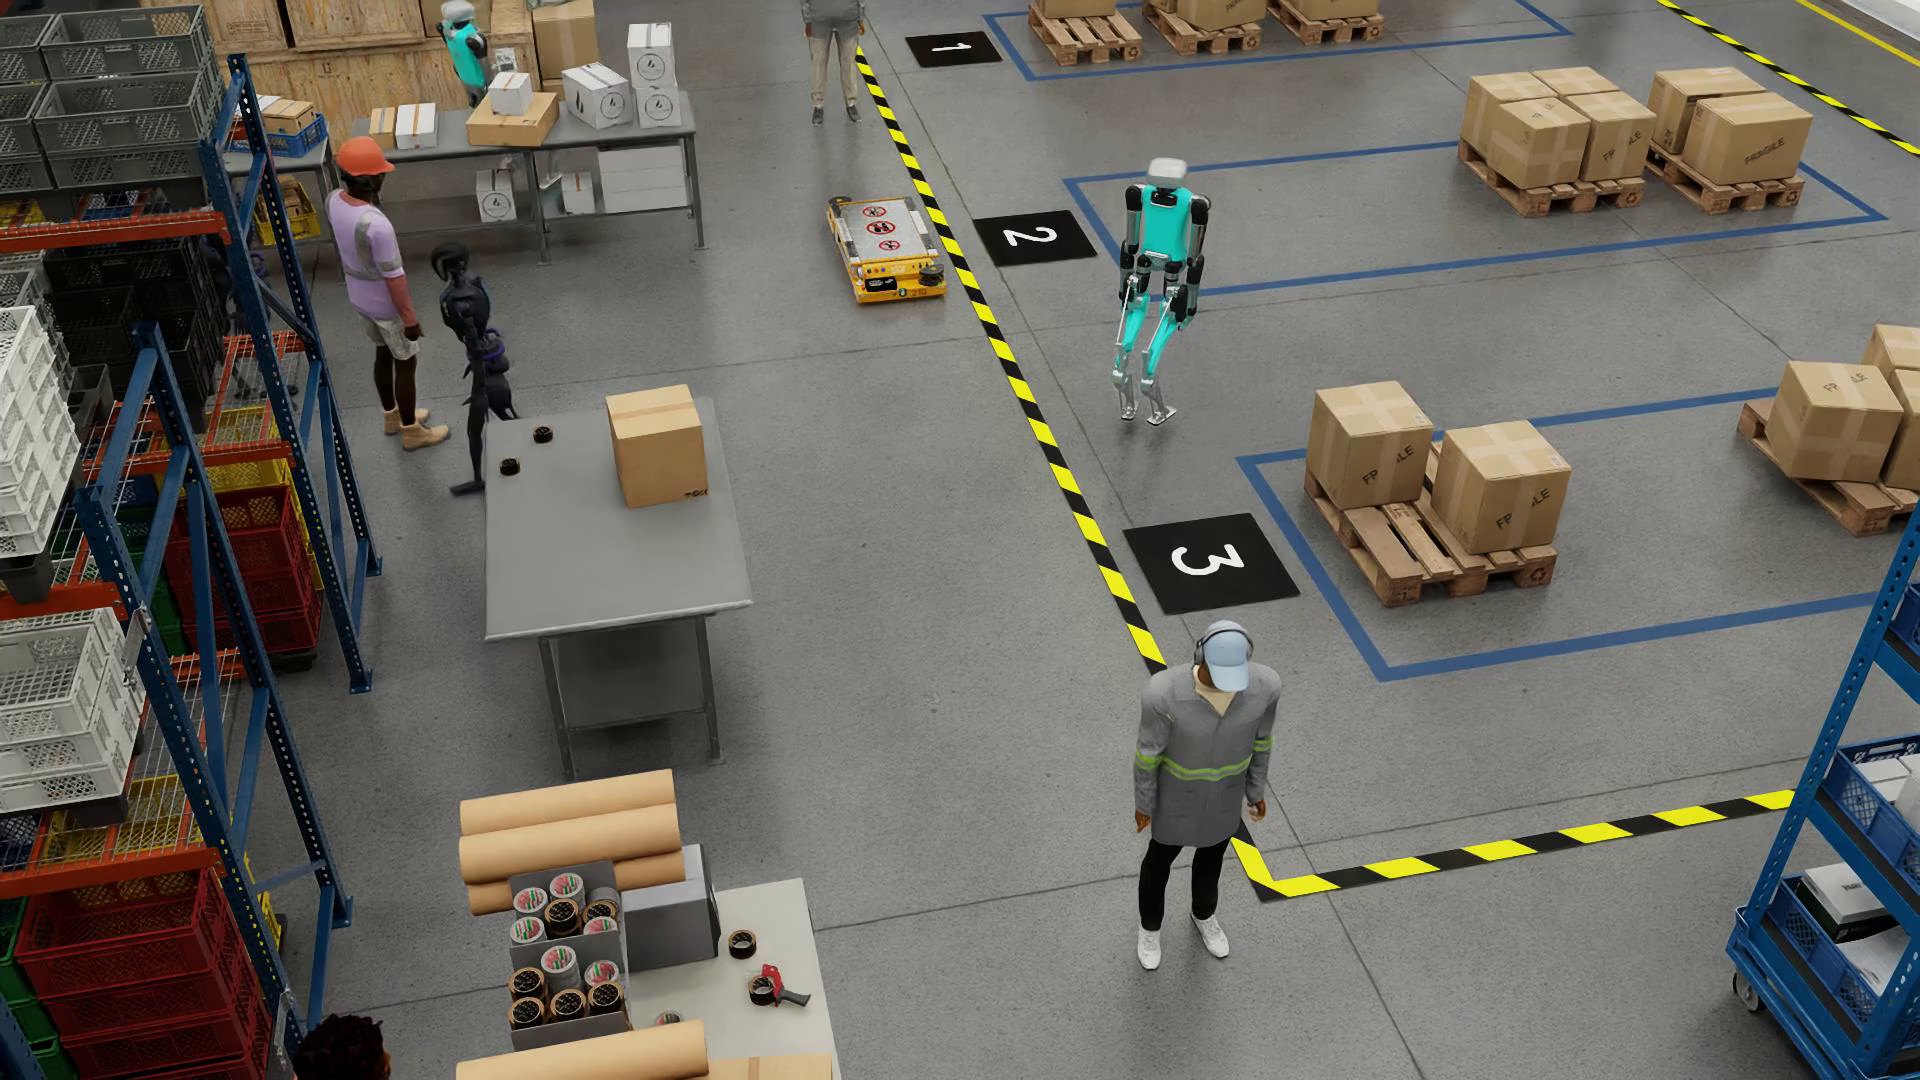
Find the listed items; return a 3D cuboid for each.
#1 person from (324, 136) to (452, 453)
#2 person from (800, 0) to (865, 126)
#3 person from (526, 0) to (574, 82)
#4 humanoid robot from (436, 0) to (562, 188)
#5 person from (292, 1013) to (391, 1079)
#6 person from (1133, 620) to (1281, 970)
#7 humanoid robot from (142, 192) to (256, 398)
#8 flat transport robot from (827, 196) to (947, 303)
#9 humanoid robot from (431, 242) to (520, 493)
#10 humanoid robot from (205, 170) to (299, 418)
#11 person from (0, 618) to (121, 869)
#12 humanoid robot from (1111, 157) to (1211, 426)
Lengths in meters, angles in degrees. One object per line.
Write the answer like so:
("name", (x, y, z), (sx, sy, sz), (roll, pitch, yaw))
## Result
("person", (-3.469, -1.467, 10.051), (0.614, 2.032, 0.399), (30, 46, 34))
("person", (-1.087, -4.464, 14.295), (0.562, 1.769, 0.392), (-6, 37, -8))
("person", (-3.459, -4.557, 14.284), (0.411, 1.939, 0.602), (22, 42, 27))
("humanoid robot", (-3.493, -3.408, 12.953), (0.548, 1.719, 1.078), (30, 46, 34))
("person", (-1.768, 2.167, 5.220), (0.612, 1.964, 0.361), (24, 43, 28))
("person", (0.994, 1.048, 6.823), (0.587, 1.848, 0.399), (-6, 37, -8))
("humanoid robot", (-4.904, -1.733, 10.761), (0.815, 1.635, 0.611), (27, 44, 31))
("flat transport robot", (-0.570, -2.220, 12.538), (0.659, 0.231, 1.431), (-8, 37, -10))
("humanoid robot", (-2.777, -1.009, 9.784), (0.728, 1.627, 0.585), (-12, 38, -16))
("humanoid robot", (-4.501, -1.563, 10.469), (0.325, 1.651, 0.593), (-14, 39, -17))
("person", (-4.143, 0.783, 7.181), (0.626, 1.846, 0.429), (-16, 39, -20))
("humanoid robot", (1.136, -1.432, 10.132), (0.533, 1.681, 0.735), (17, 40, 22))
